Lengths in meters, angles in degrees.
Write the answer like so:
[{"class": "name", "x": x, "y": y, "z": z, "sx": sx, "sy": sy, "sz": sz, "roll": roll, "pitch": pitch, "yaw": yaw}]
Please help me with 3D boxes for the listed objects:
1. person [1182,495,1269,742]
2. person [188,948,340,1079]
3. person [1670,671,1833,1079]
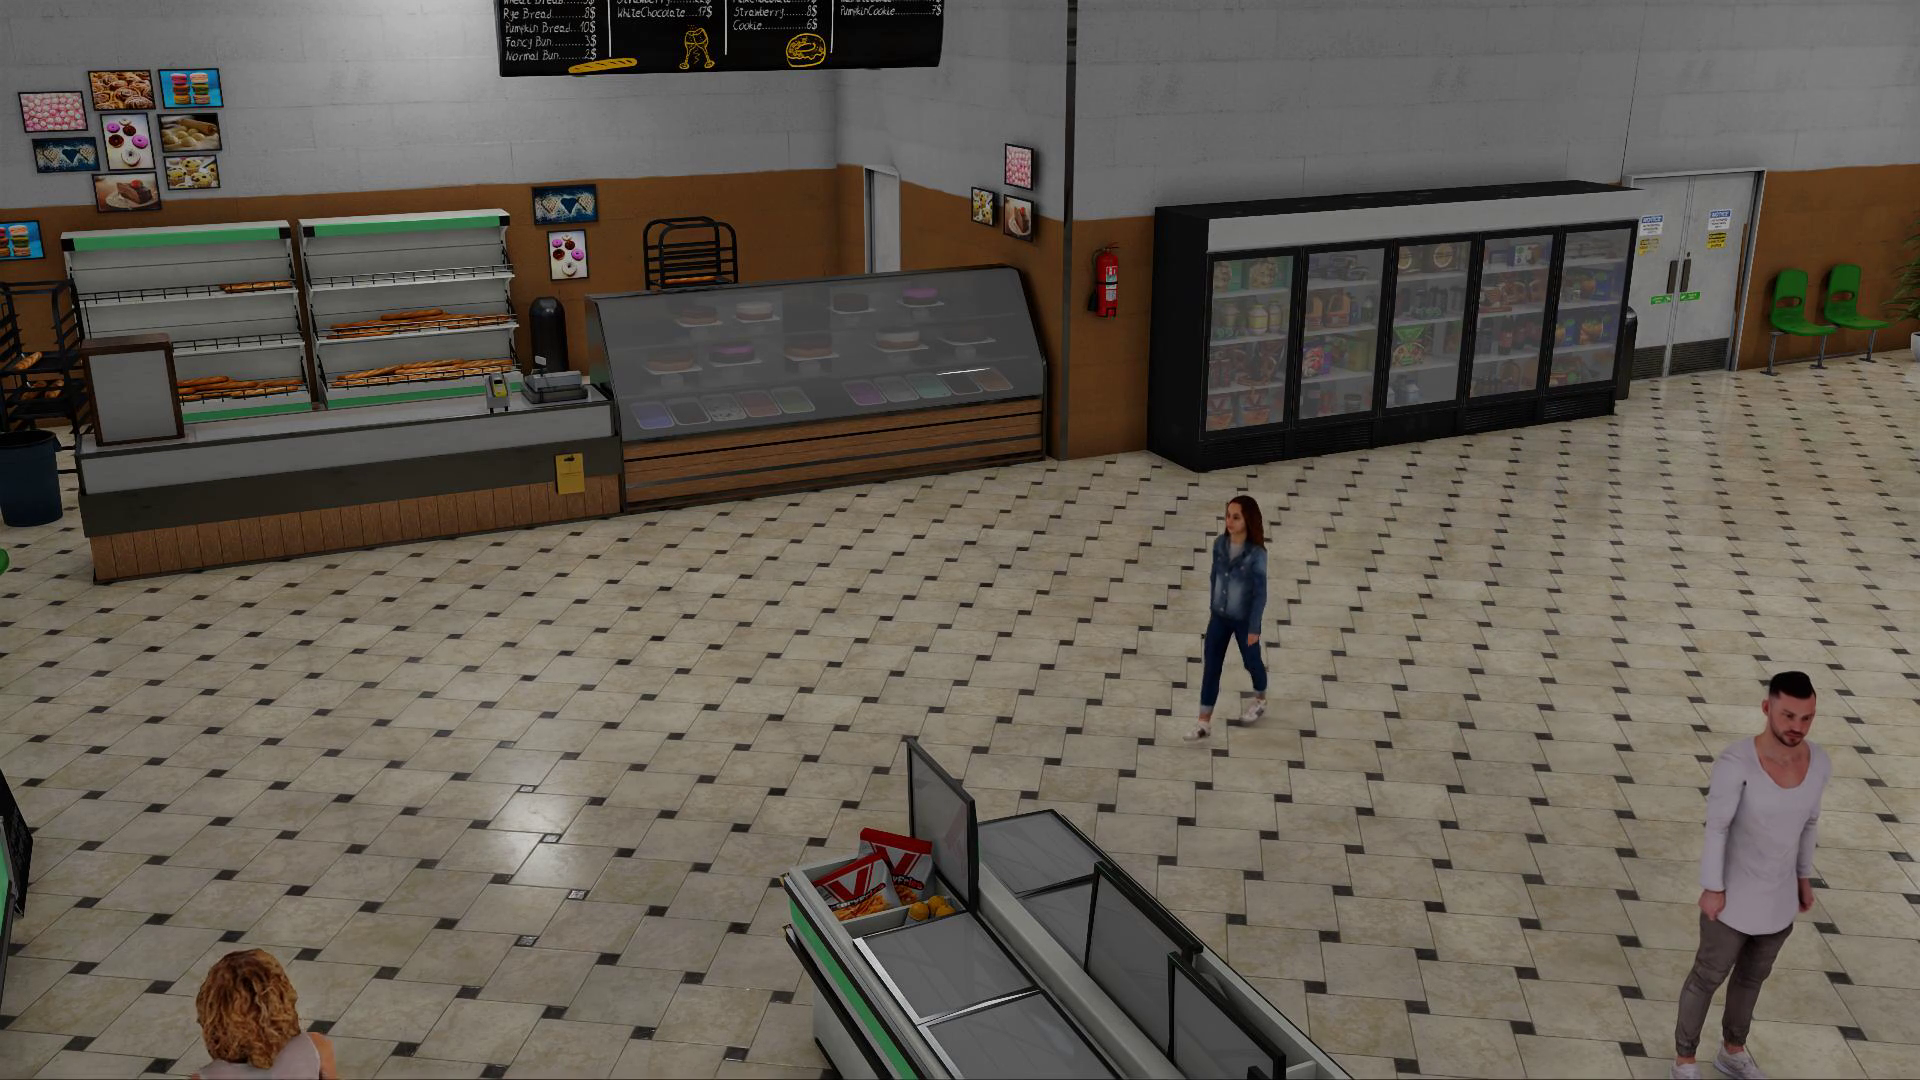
[{"class": "person", "x": 1.676, "y": 0.452, "z": 9.778, "sx": 0.867, "sy": 1.443, "sz": 0.994, "roll": -18, "pitch": 25, "yaw": -42}, {"class": "person", "x": -1.969, "y": 2.017, "z": 4.855, "sx": 0.683, "sy": 1.622, "sz": 1.076, "roll": -11, "pitch": 22, "yaw": -30}, {"class": "person", "x": 3.094, "y": 1.345, "z": 6.511, "sx": 0.703, "sy": 1.837, "sz": 0.621, "roll": -5, "pitch": 19, "yaw": -14}]
